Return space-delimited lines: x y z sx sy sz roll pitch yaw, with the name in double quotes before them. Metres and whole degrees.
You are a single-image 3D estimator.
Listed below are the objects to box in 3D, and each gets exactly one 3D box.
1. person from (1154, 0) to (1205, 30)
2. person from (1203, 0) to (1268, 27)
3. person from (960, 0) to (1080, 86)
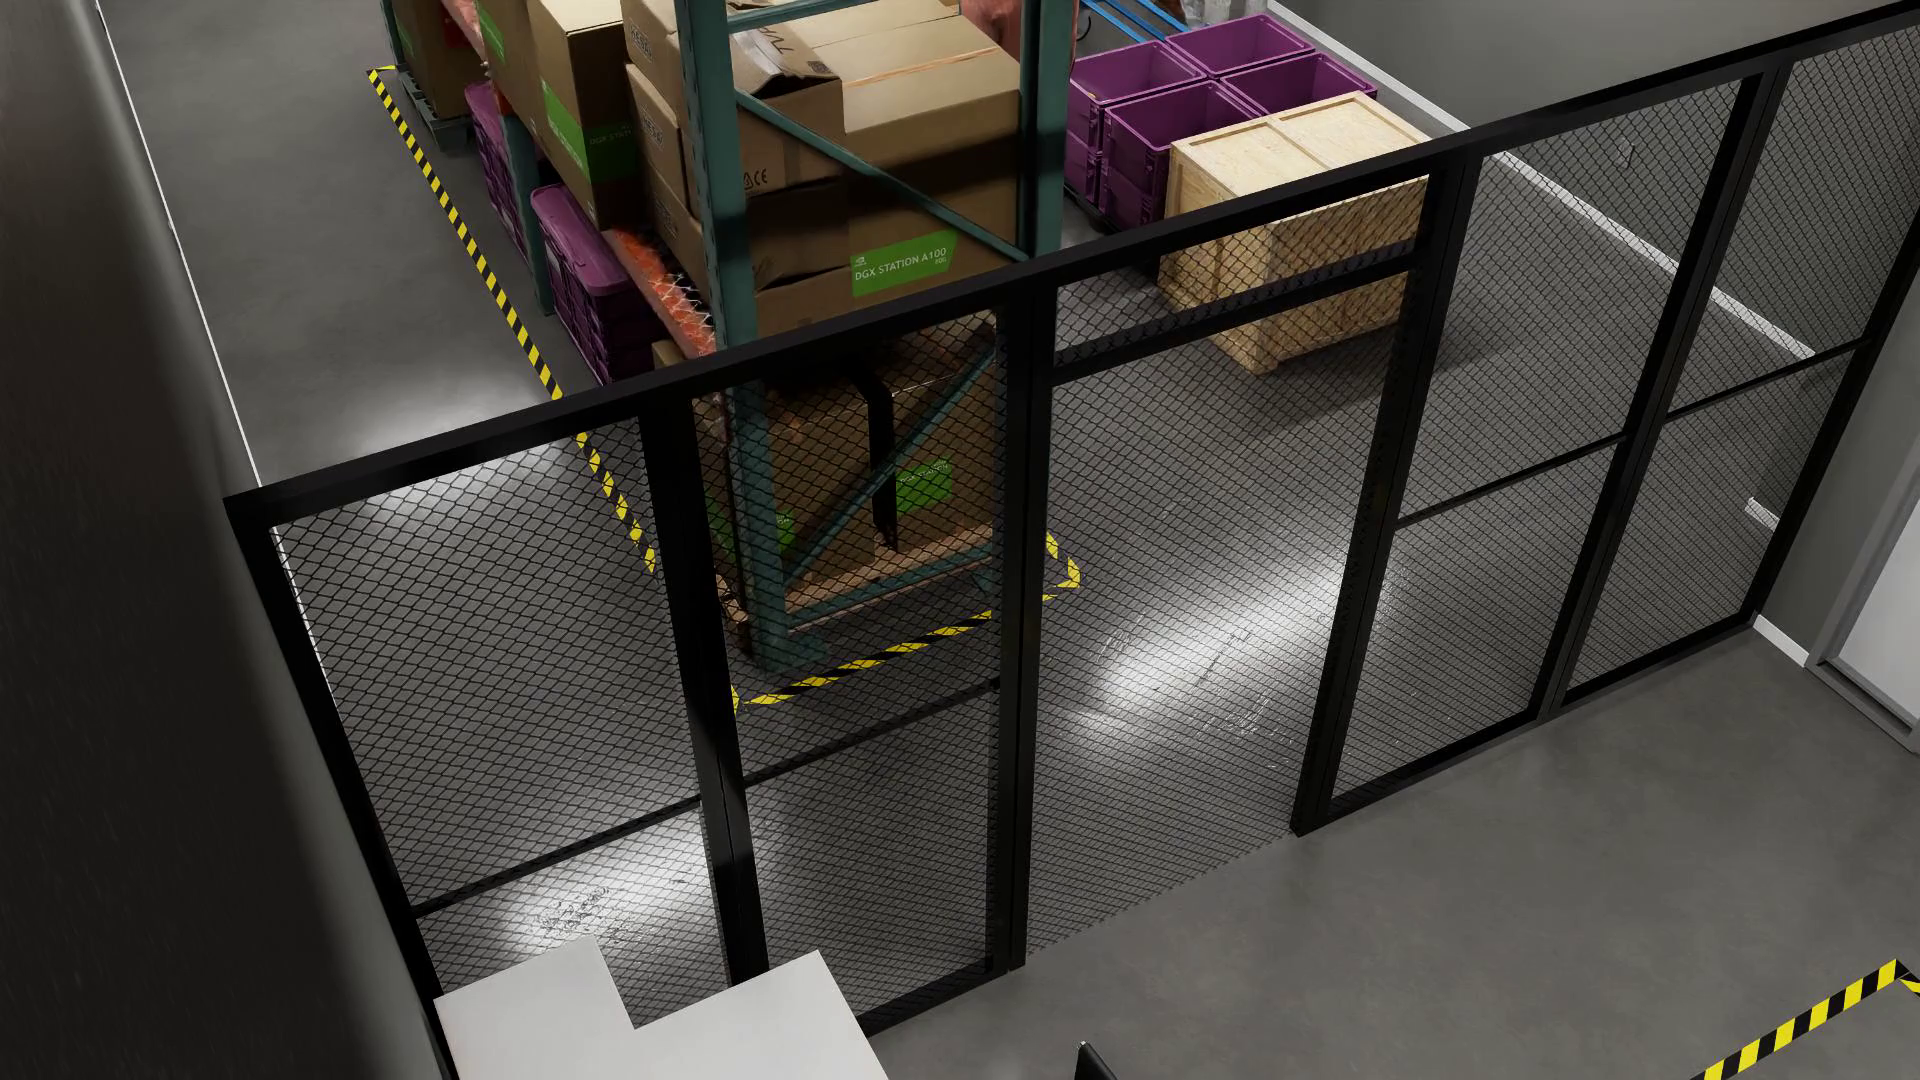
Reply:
"person" 1.321 -3.599 8.916 0.655 1.894 0.917 -21 47 -22
"person" 1.444 -3.269 8.599 0.590 1.834 0.403 -18 45 -18
"person" 0.222 -1.807 6.882 0.608 1.994 0.377 -31 51 -30
